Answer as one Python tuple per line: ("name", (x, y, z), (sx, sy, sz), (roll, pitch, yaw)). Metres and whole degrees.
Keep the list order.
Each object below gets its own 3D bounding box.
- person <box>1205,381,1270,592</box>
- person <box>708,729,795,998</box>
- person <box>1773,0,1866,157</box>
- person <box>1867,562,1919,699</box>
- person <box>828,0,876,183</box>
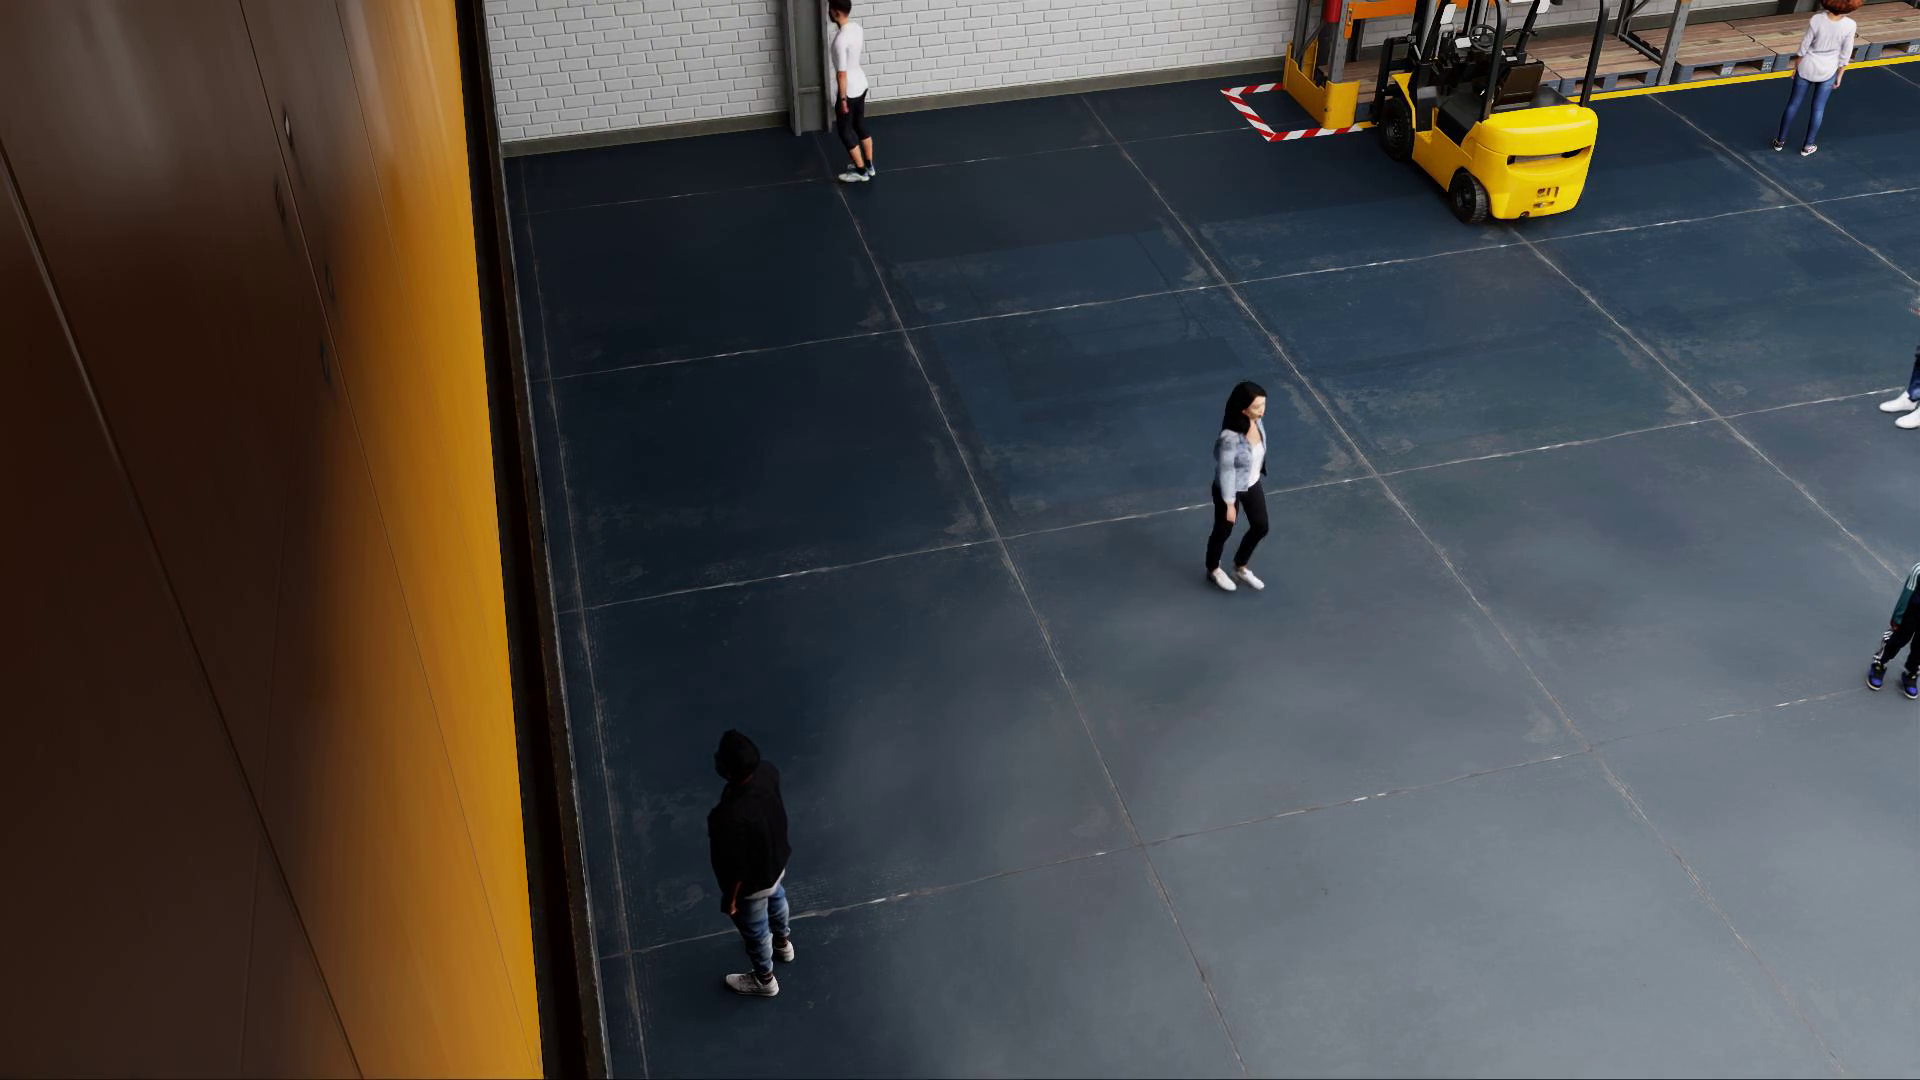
("person", (1.787, -0.370, 11.173), (0.823, 1.697, 0.748), (27, 46, 30))
("person", (-1.059, 1.657, 8.541), (0.808, 1.815, 0.786), (14, 41, 16))
("person", (8.557, -4.703, 16.587), (0.755, 1.711, 0.810), (21, 43, 24))
("person", (6.097, 0.448, 10.503), (0.552, 1.255, 0.630), (14, 41, 17))
("person", (-1.046, -4.339, 16.030), (0.844, 1.838, 0.822), (14, 41, 16))
